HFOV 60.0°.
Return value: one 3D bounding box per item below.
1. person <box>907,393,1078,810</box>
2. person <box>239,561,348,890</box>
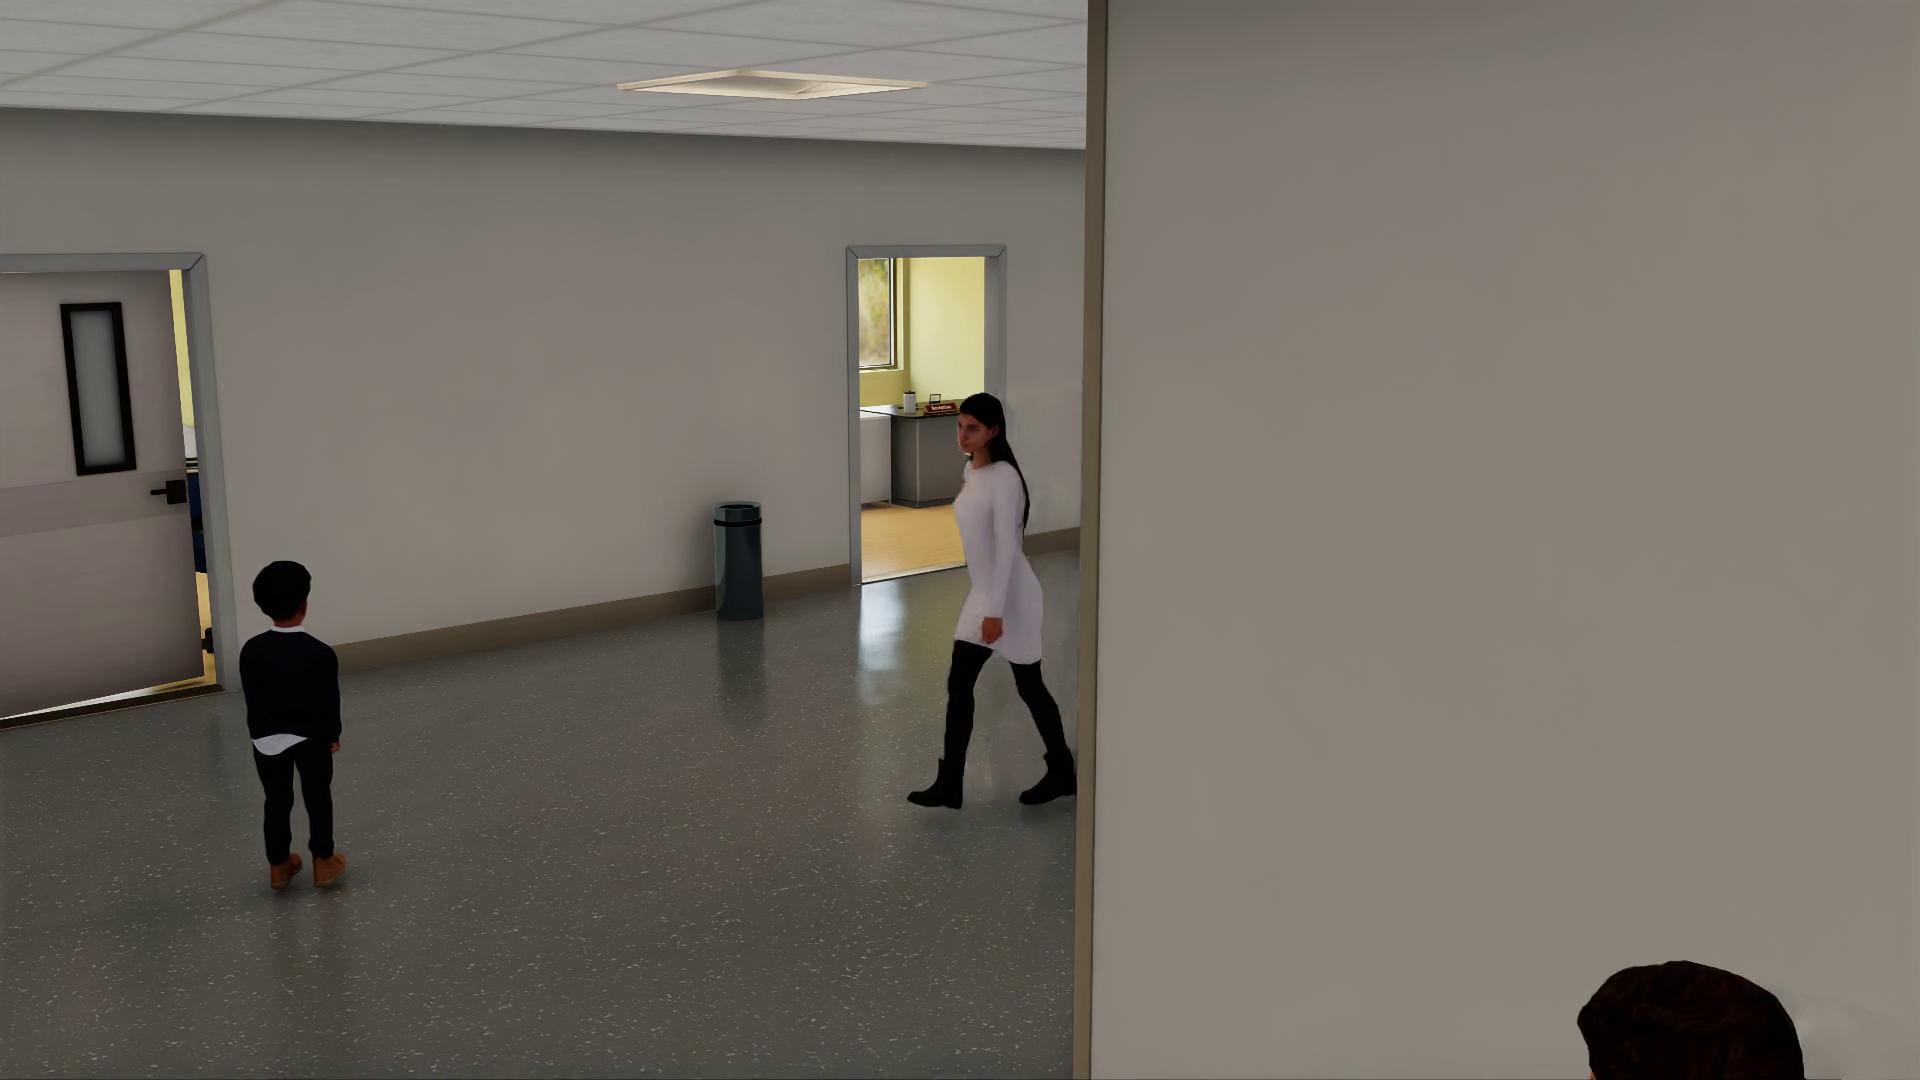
[{"bbox_3d":[0.257,0.280,6.910,1.069,1.762,0.775,-4,11,-20],"label":"person"},{"bbox_3d":[-2.465,0.682,6.136,0.553,1.223,0.637,-1,11,-7],"label":"person"}]
